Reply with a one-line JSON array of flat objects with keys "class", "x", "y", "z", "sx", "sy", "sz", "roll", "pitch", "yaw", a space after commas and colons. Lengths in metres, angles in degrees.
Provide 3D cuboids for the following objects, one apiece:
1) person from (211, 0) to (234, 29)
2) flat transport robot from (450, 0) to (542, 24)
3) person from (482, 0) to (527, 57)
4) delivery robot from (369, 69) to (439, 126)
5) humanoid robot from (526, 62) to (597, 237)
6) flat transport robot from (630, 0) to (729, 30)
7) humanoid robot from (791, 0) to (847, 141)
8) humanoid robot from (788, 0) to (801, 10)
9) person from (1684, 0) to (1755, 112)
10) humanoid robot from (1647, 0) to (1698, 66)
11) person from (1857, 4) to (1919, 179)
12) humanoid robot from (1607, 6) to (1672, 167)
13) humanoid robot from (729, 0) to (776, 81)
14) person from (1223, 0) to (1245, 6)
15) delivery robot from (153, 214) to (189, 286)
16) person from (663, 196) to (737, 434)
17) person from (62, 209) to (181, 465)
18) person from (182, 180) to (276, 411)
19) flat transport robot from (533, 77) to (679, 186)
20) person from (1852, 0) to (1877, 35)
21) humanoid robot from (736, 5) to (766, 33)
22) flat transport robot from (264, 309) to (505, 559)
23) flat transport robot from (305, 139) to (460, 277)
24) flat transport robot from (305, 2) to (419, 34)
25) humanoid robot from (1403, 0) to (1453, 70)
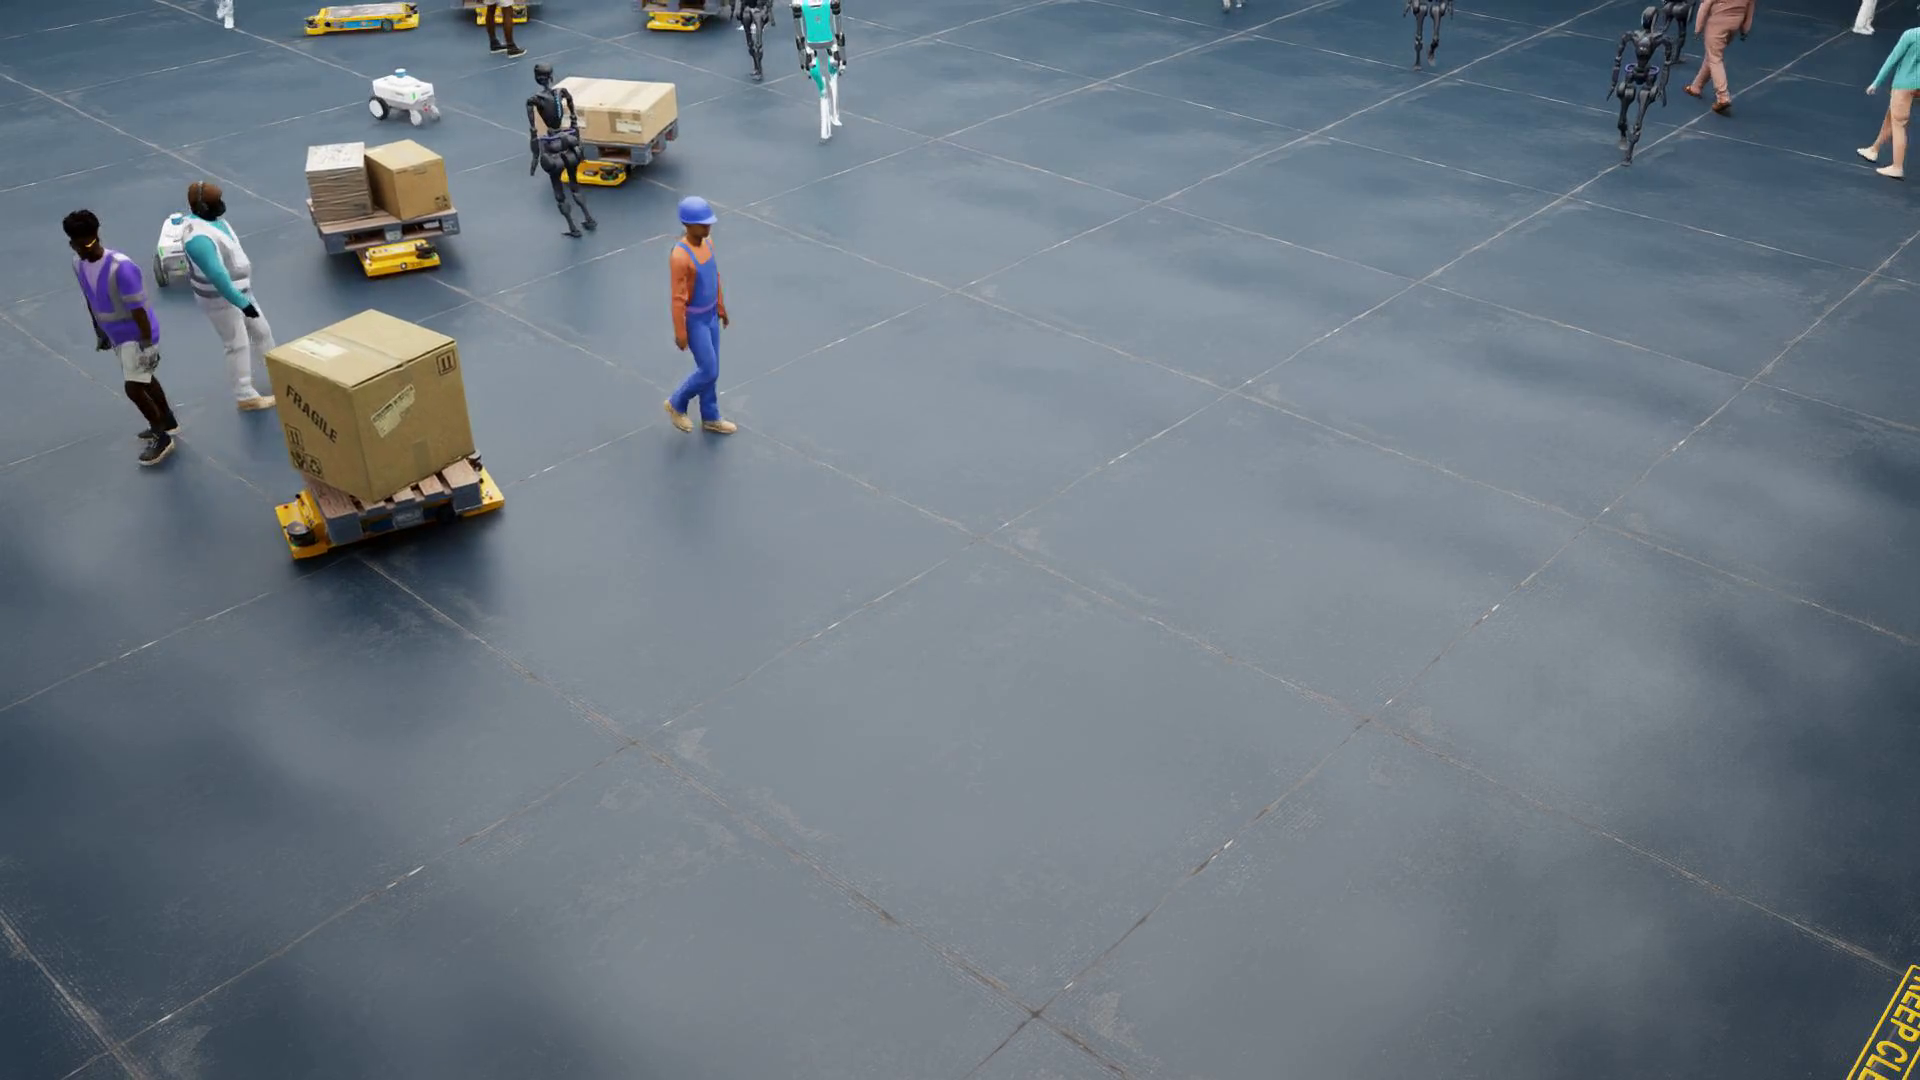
[{"class": "person", "x": -10.019, "y": -7.854, "z": 22.256, "sx": 0.607, "sy": 1.899, "sz": 0.508, "roll": -6, "pitch": 32, "yaw": -9}, {"class": "flat transport robot", "x": -6.416, "y": -7.439, "z": 23.132, "sx": 0.659, "sy": 0.231, "sz": 1.431, "roll": -6, "pitch": 32, "yaw": -10}, {"class": "person", "x": -5.875, "y": -7.113, "z": 21.030, "sx": 0.645, "sy": 1.953, "sz": 0.397, "roll": 14, "pitch": 35, "yaw": 21}, {"class": "delivery robot", "x": -6.373, "y": -5.101, "z": 19.079, "sx": 0.750, "sy": 0.575, "sz": 0.499, "roll": 18, "pitch": 36, "yaw": 26}, {"class": "humanoid robot", "x": -3.817, "y": -3.693, "z": 15.780, "sx": 0.358, "sy": 1.645, "sz": 0.606, "roll": 23, "pitch": 39, "yaw": 32}, {"class": "flat transport robot", "x": -3.774, "y": -7.279, "z": 22.876, "sx": 0.659, "sy": 0.231, "sz": 1.431, "roll": 5, "pitch": 32, "yaw": 7}, {"class": "humanoid robot", "x": -1.524, "y": -5.312, "z": 18.285, "sx": 0.583, "sy": 1.721, "sz": 0.973, "roll": -2, "pitch": 32, "yaw": -2}, {"class": "humanoid robot", "x": -2.335, "y": -8.228, "z": 23.028, "sx": 0.736, "sy": 1.783, "sz": 0.550, "roll": 7, "pitch": 33, "yaw": 11}, {"class": "person", "x": 8.827, "y": -5.934, "z": 19.211, "sx": 0.646, "sy": 1.853, "sz": 0.986, "roll": -8, "pitch": 33, "yaw": -13}, {"class": "humanoid robot", "x": 8.893, "y": -6.695, "z": 20.671, "sx": 0.728, "sy": 1.650, "sz": 0.609, "roll": -6, "pitch": 32, "yaw": -9}, {"class": "person", "x": 9.779, "y": -4.754, "z": 17.321, "sx": 0.532, "sy": 1.835, "sz": 0.885, "roll": -10, "pitch": 33, "yaw": -15}, {"class": "humanoid robot", "x": 7.241, "y": -4.860, "z": 17.673, "sx": 0.612, "sy": 1.635, "sz": 0.684, "roll": 17, "pitch": 35, "yaw": 25}, {"class": "humanoid robot", "x": -2.548, "y": -6.446, "z": 20.209, "sx": 0.614, "sy": 1.637, "sz": 0.604, "roll": 9, "pitch": 33, "yaw": 14}, {"class": "person", "x": 3.896, "y": -8.302, "z": 23.076, "sx": 0.560, "sy": 1.797, "sz": 0.532, "roll": 9, "pitch": 33, "yaw": 13}, {"class": "delivery robot", "x": -7.090, "y": -2.666, "z": 15.184, "sx": 0.499, "sy": 0.603, "sz": 0.794, "roll": -9, "pitch": 33, "yaw": -15}, {"class": "person", "x": -1.923, "y": -1.633, "z": 12.246, "sx": 0.456, "sy": 1.898, "sz": 0.539, "roll": 10, "pitch": 33, "yaw": 16}, {"class": "person", "x": -5.989, "y": -1.475, "z": 11.959, "sx": 0.706, "sy": 1.924, "sz": 0.662, "roll": 16, "pitch": 35, "yaw": 24}, {"class": "person", "x": -5.508, "y": -1.858, "z": 12.673, "sx": 0.562, "sy": 1.826, "sz": 0.642, "roll": -4, "pitch": 32, "yaw": -6}, {"class": "flat transport robot", "x": -3.722, "y": -4.118, "z": 17.785, "sx": 0.659, "sy": 0.231, "sz": 1.431, "roll": 6, "pitch": 32, "yaw": 10}, {"class": "person", "x": 12.188, "y": -7.542, "z": 22.016, "sx": 0.500, "sy": 1.618, "sz": 0.430, "roll": -27, "pitch": 41, "yaw": -36}, {"class": "humanoid robot", "x": -2.795, "y": -7.613, "z": 22.046, "sx": 0.660, "sy": 1.824, "sz": 0.531, "roll": -8, "pitch": 33, "yaw": -13}, {"class": "flat transport robot", "x": -3.982, "y": -0.276, "z": 11.599, "sx": 1.431, "sy": 0.231, "sz": 0.659, "roll": -17, "pitch": 35, "yaw": -25}, {"class": "flat transport robot", "x": -5.436, "y": -2.871, "z": 15.777, "sx": 0.659, "sy": 0.231, "sz": 1.431, "roll": -15, "pitch": 35, "yaw": -23}, {"class": "flat transport robot", "x": -8.087, "y": -7.063, "z": 22.528, "sx": 1.431, "sy": 0.231, "sz": 0.659, "roll": -8, "pitch": 33, "yaw": -12}, {"class": "humanoid robot", "x": 5.800, "y": -6.649, "z": 20.523, "sx": 0.610, "sy": 1.642, "sz": 0.375, "roll": 7, "pitch": 32, "yaw": 10}]
